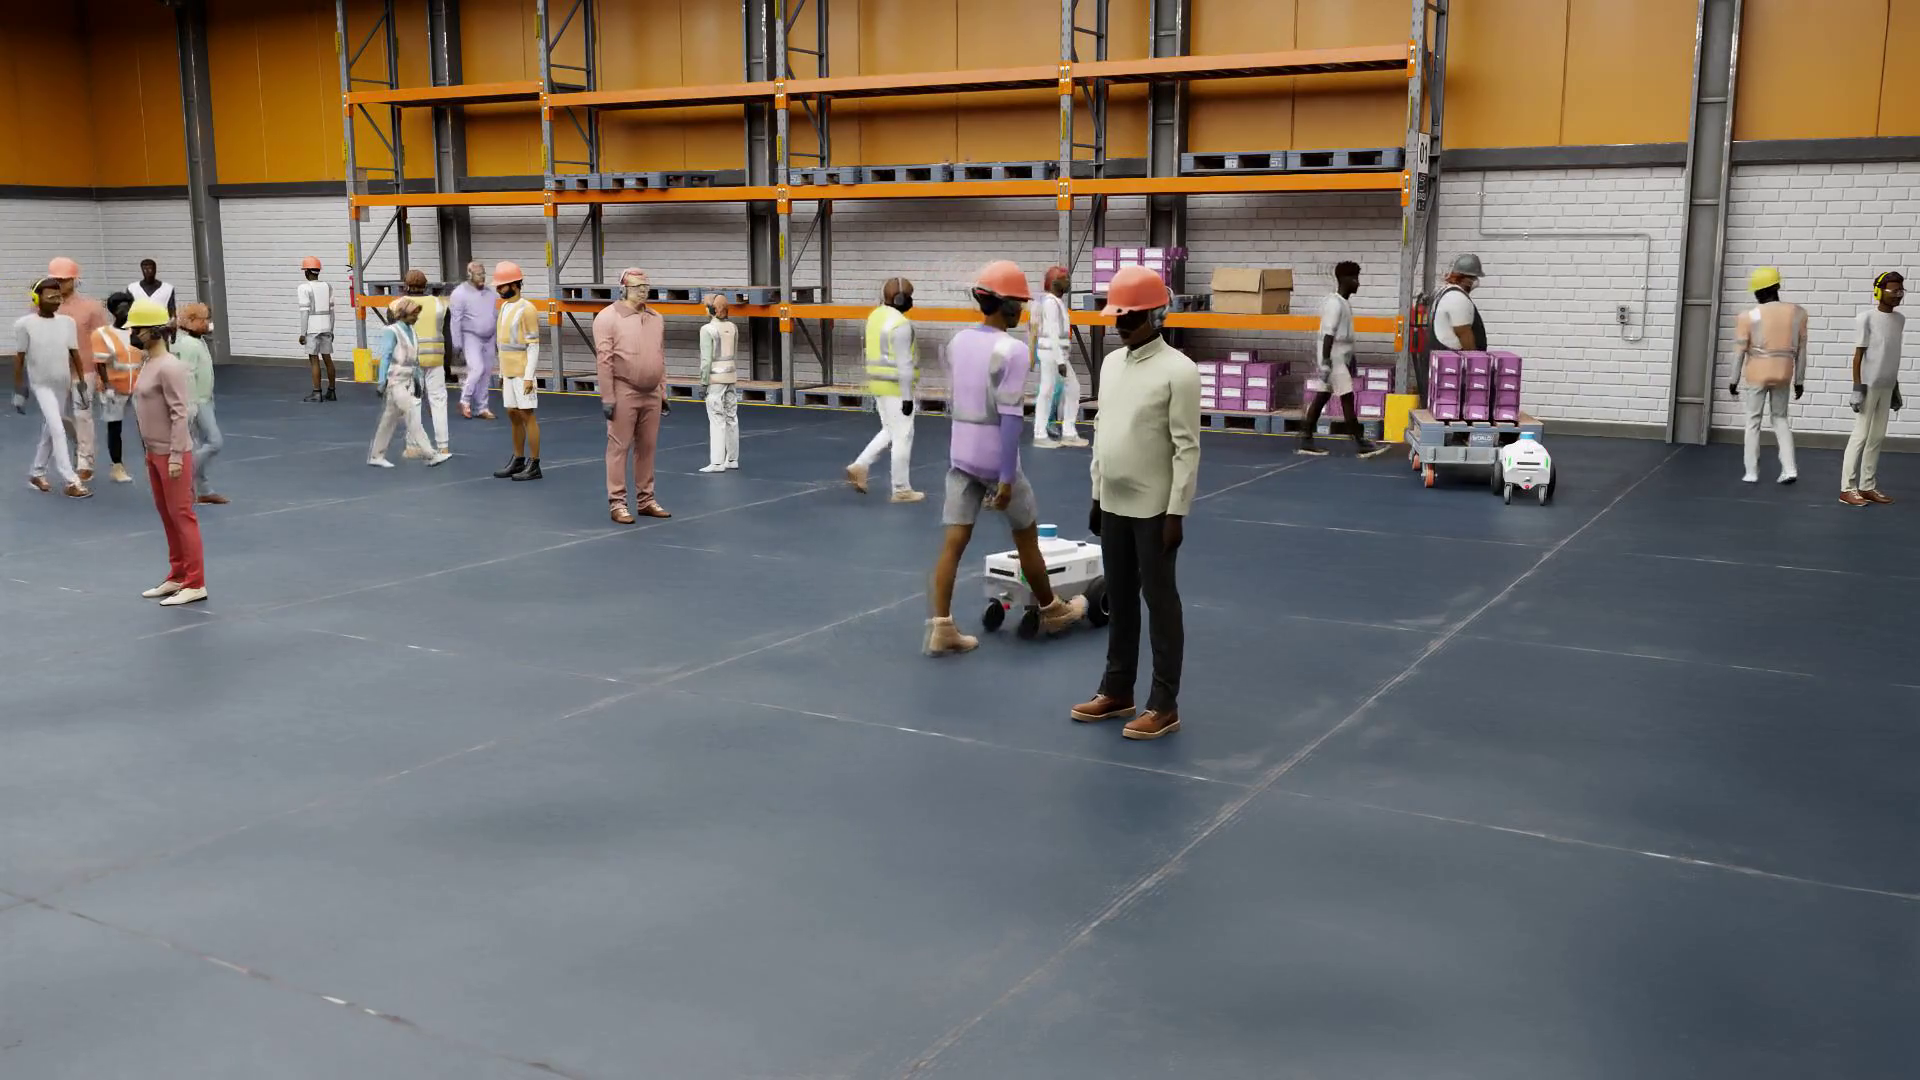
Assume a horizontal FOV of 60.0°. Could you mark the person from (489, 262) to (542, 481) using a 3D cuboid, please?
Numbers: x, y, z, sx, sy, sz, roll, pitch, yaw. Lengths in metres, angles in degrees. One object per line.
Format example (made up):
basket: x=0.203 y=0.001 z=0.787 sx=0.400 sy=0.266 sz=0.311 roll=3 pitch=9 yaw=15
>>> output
person: x=-3.939 y=-1.484 z=14.721 sx=0.374 sy=1.928 sz=0.542 roll=-9 pitch=14 yaw=-43

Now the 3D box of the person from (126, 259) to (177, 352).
person: x=-10.829 y=-2.796 z=22.267 sx=0.599 sy=1.886 sz=0.869 roll=-3 pitch=10 yaw=-17

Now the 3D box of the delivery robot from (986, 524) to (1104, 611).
delivery robot: x=0.472 y=0.159 z=9.034 sx=0.707 sy=0.478 sz=0.477 roll=-9 pitch=14 yaw=-43

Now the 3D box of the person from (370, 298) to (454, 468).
person: x=-5.155 y=-1.442 z=15.443 sx=0.884 sy=1.578 sz=0.571 roll=1 pitch=10 yaw=5

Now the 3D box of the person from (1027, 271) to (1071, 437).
person: x=0.985 y=-2.013 z=18.038 sx=0.562 sy=1.807 sz=0.681 roll=6 pitch=12 yaw=32

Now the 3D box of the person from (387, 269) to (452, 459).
person: x=-5.285 y=-1.717 z=16.281 sx=0.622 sy=1.844 sz=0.429 roll=-6 pitch=12 yaw=-32

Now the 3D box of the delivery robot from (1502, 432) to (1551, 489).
delivery robot: x=4.608 y=-0.636 z=13.538 sx=0.477 sy=0.478 sz=0.707 roll=3 pitch=10 yaw=15

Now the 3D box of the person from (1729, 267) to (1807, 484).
person: x=6.993 y=-1.407 z=14.398 sx=0.626 sy=1.888 sz=0.458 roll=0 pitch=10 yaw=1

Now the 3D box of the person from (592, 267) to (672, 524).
person: x=-2.435 y=-1.087 z=12.529 sx=0.405 sy=1.911 sz=0.636 roll=8 pitch=13 yaw=38

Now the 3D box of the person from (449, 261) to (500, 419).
person: x=-5.716 y=-2.362 z=19.806 sx=0.416 sy=1.894 sz=0.661 roll=6 pitch=12 yaw=30

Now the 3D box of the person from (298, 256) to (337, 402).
person: x=-8.576 y=-2.801 z=22.145 sx=0.356 sy=1.937 sz=0.552 roll=5 pitch=11 yaw=27

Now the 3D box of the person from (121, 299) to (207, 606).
person: x=-4.620 y=-0.504 z=9.626 sx=0.319 sy=1.767 sz=0.534 roll=-8 pitch=13 yaw=-40

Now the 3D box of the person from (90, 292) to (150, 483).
person: x=-7.165 y=-1.293 z=14.360 sx=0.793 sy=1.662 sz=0.538 roll=9 pitch=13 yaw=42

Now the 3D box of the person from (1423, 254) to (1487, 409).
person: x=4.882 y=-1.772 z=16.030 sx=1.000 sy=2.000 sz=0.694 roll=2 pitch=10 yaw=13

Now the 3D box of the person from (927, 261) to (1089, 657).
person: x=0.228 y=-0.419 z=8.537 sx=1.059 sy=1.982 sz=0.616 roll=-9 pitch=14 yaw=-42

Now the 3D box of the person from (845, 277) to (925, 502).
person: x=-0.583 y=-1.199 z=13.400 sx=0.548 sy=1.824 sz=0.643 roll=-5 pitch=11 yaw=-27

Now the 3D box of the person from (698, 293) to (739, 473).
person: x=-2.208 y=-1.436 z=15.248 sx=0.309 sy=1.645 sz=0.515 roll=5 pitch=11 yaw=26

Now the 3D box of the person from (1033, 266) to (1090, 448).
person: x=1.068 y=-1.849 z=16.965 sx=0.725 sy=1.855 sz=0.595 roll=3 pitch=10 yaw=16

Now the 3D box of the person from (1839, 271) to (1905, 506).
person: x=7.351 y=-1.206 z=13.327 sx=0.535 sy=1.863 sz=0.309 roll=-4 pitch=11 yaw=-24

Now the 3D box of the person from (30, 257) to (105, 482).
person: x=-7.854 y=-1.510 z=14.726 sx=0.633 sy=1.979 sz=0.617 roll=-2 pitch=10 yaw=-8

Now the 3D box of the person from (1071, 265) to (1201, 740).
person: x=0.750 y=-0.160 z=7.047 sx=0.386 sy=1.989 sz=0.608 roll=-7 pitch=12 yaw=-34

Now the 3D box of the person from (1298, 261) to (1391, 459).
person: x=3.790 y=-1.761 z=16.301 sx=0.973 sy=1.913 sz=0.626 roll=3 pitch=11 yaw=17

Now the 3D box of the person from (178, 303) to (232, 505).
person: x=-6.026 y=-1.072 z=13.232 sx=0.352 sy=1.619 sz=0.526 roll=-2 pitch=10 yaw=-14

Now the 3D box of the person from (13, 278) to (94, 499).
person: x=-7.569 y=-1.263 z=13.851 sx=0.994 sy=1.808 sz=0.525 roll=6 pitch=12 yaw=29
